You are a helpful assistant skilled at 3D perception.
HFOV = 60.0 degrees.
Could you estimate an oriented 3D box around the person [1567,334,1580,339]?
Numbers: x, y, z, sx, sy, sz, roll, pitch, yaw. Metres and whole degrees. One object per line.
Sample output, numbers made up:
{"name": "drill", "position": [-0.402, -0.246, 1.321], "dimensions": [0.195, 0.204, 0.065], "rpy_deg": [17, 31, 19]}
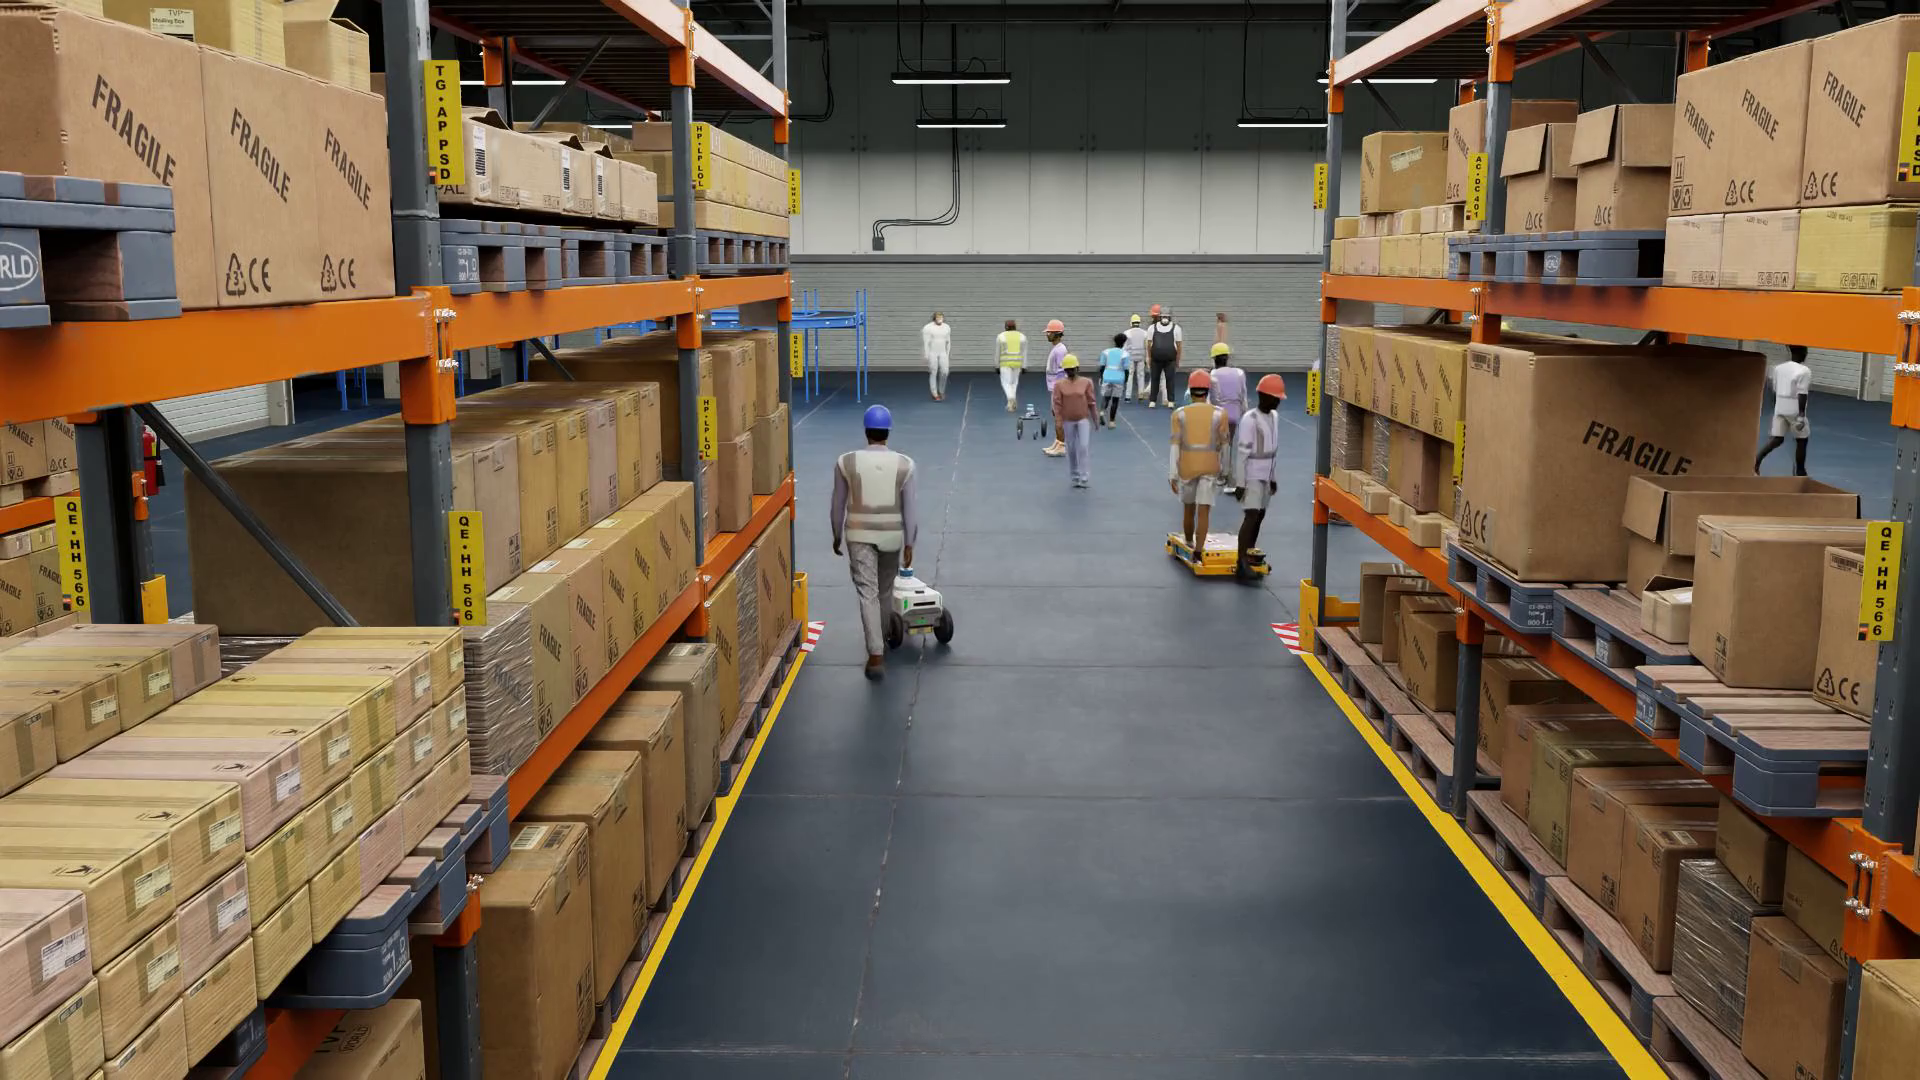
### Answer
{"name": "person", "position": [10.611, -2.741, 28.912], "dimensions": [0.538, 1.660, 0.847], "rpy_deg": [1, 10, 9]}

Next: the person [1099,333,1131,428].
{"name": "person", "position": [2.706, -2.784, 29.137], "dimensions": [0.569, 1.665, 0.480], "rpy_deg": [4, 10, 23]}

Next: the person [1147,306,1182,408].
{"name": "person", "position": [4.074, -3.639, 33.271], "dimensions": [0.690, 2.000, 0.535], "rpy_deg": [2, 10, 12]}

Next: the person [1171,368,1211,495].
{"name": "person", "position": [2.859, -1.293, 20.318], "dimensions": [0.430, 1.625, 0.573], "rpy_deg": [7, 12, 35]}

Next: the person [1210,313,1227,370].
{"name": "person", "position": [6.516, -4.920, 42.066], "dimensions": [0.519, 1.620, 0.540], "rpy_deg": [3, 10, 17]}

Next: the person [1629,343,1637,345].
{"name": "person", "position": [8.650, -1.585, 21.461], "dimensions": [0.657, 1.894, 0.872], "rpy_deg": [5, 11, 30]}

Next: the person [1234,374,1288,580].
{"name": "person", "position": [2.725, -0.586, 15.324], "dimensions": [0.518, 1.899, 0.715], "rpy_deg": [7, 12, 38]}

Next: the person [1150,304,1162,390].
{"name": "person", "position": [4.496, -4.415, 38.086], "dimensions": [0.380, 1.955, 0.748], "rpy_deg": [-1, 9, -3]}

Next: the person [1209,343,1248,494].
{"name": "person", "position": [3.293, -1.548, 21.094], "dimensions": [0.602, 1.873, 0.963], "rpy_deg": [-3, 10, -19]}

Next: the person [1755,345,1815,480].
{"name": "person", "position": [10.843, -1.696, 21.851], "dimensions": [0.888, 1.939, 0.617], "rpy_deg": [-3, 10, -15]}

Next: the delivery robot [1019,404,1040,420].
{"name": "delivery robot", "position": [1.171, -2.142, 27.690], "dimensions": [0.335, 0.223, 0.698], "rpy_deg": [2, 10, 9]}

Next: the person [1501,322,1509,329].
{"name": "person", "position": [10.878, -3.509, 33.316], "dimensions": [0.536, 1.722, 0.898], "rpy_deg": [7, 12, 37]}

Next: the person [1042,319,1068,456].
{"name": "person", "position": [1.437, -2.294, 25.073], "dimensions": [0.378, 2.045, 0.605], "rpy_deg": [0, 9, -2]}

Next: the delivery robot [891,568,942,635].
{"name": "delivery robot", "position": [-0.415, 0.459, 12.882], "dimensions": [0.477, 0.478, 0.707], "rpy_deg": [-4, 10, -24]}

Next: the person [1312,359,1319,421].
{"name": "person", "position": [5.154, -1.843, 22.885], "dimensions": [0.689, 1.885, 0.396], "rpy_deg": [-5, 11, -27]}

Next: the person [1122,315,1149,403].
{"name": "person", "position": [3.635, -3.767, 34.562], "dimensions": [0.589, 1.823, 0.403], "rpy_deg": [-2, 10, -13]}

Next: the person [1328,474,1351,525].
{"name": "person", "position": [4.299, -1.164, 18.586], "dimensions": [0.379, 1.951, 0.605], "rpy_deg": [5, 11, 27]}

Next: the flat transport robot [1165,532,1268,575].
{"name": "flat transport robot", "position": [2.460, 0.116, 16.071], "dimensions": [0.652, 0.197, 1.431], "rpy_deg": [-1, 10, -6]}

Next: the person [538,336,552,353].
{"name": "person", "position": [-10.988, -5.222, 43.841], "dimensions": [0.267, 1.632, 0.507], "rpy_deg": [8, 13, 41]}

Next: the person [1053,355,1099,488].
{"name": "person", "position": [1.486, -1.511, 21.334], "dimensions": [0.587, 1.719, 0.766], "rpy_deg": [1, 10, 8]}

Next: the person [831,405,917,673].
{"name": "person", "position": [-0.616, -0.026, 12.005], "dimensions": [0.599, 1.890, 1.046], "rpy_deg": [-2, 10, -13]}

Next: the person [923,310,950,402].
{"name": "person", "position": [-0.472, -3.855, 34.816], "dimensions": [0.631, 1.912, 0.465], "rpy_deg": [-4, 10, -21]}

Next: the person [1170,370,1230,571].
{"name": "person", "position": [2.277, -0.667, 15.828], "dimensions": [0.553, 1.888, 0.984], "rpy_deg": [3, 10, 15]}

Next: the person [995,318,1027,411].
{"name": "person", "position": [1.008, -3.411, 32.471], "dimensions": [0.621, 1.823, 0.722], "rpy_deg": [-3, 10, -16]}

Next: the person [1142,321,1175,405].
{"name": "person", "position": [4.089, -3.665, 33.927], "dimensions": [0.591, 1.827, 0.641], "rpy_deg": [-4, 10, -23]}
